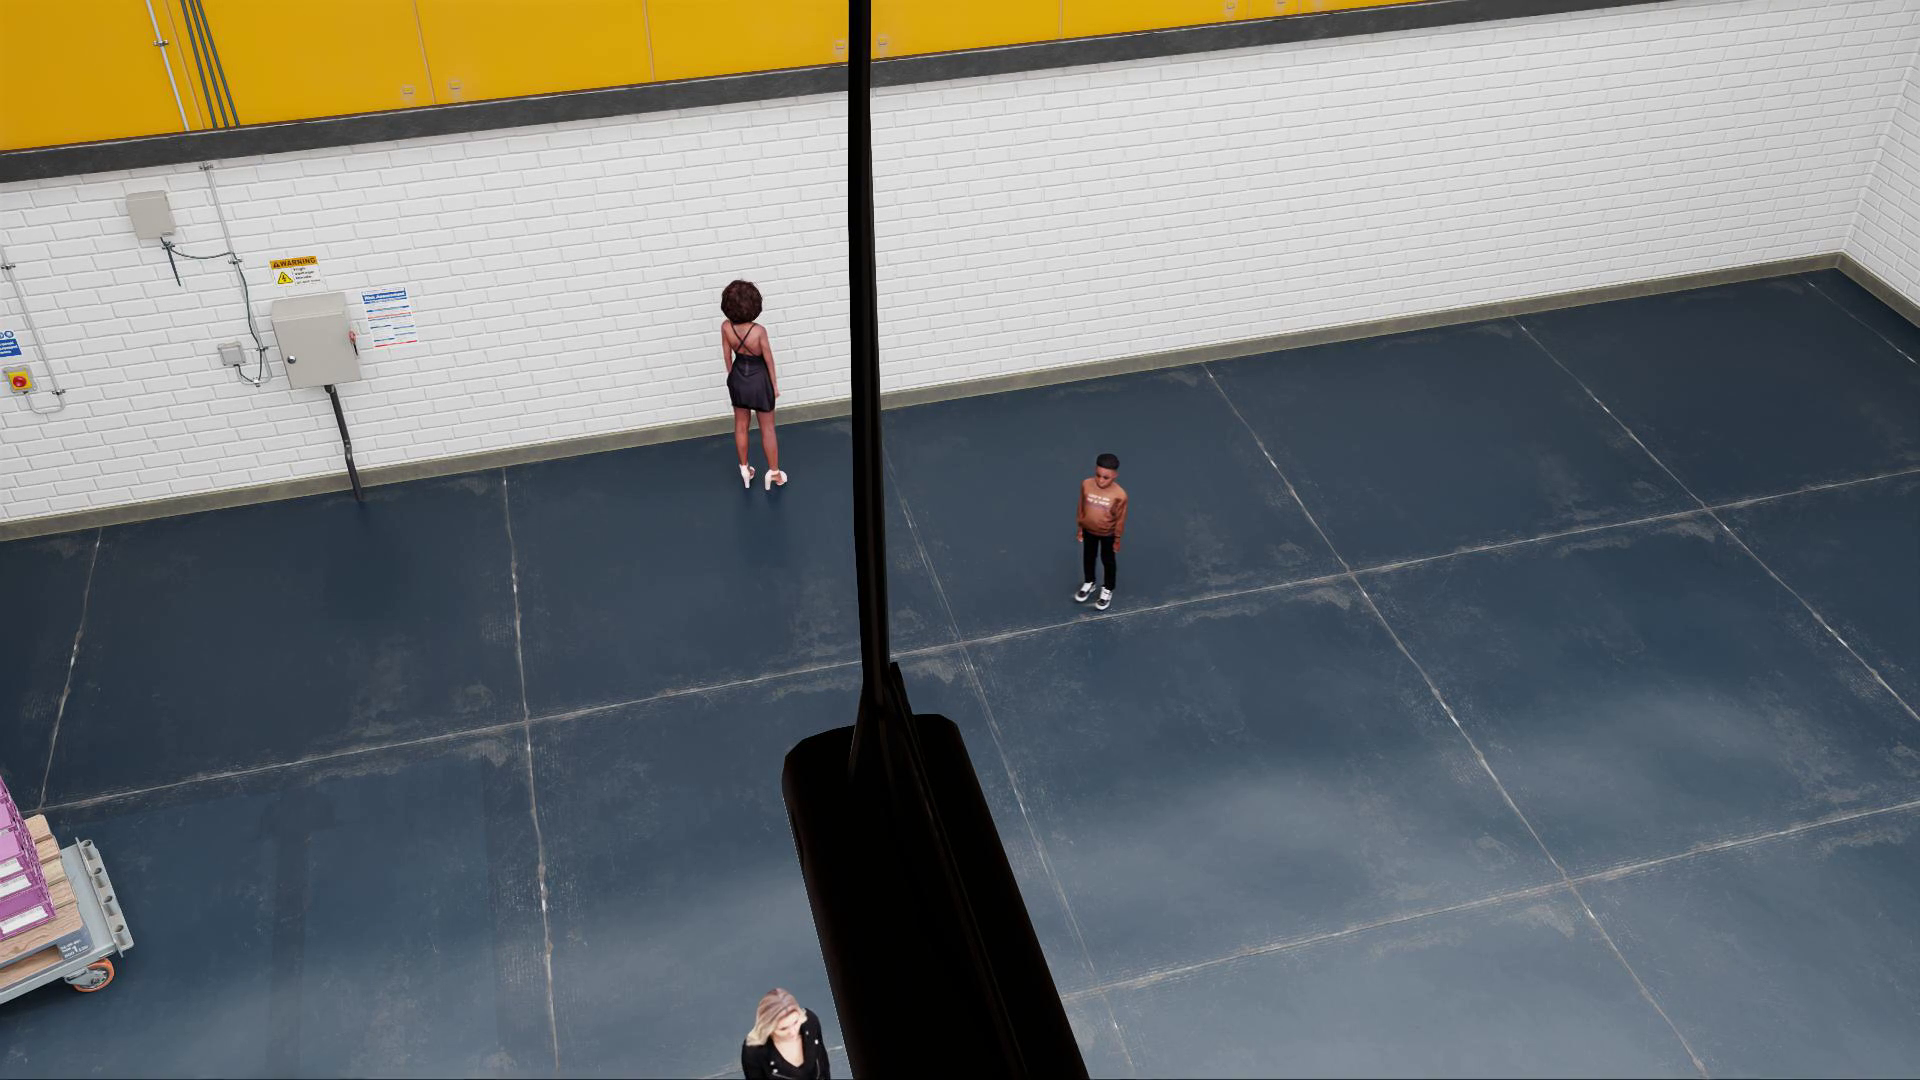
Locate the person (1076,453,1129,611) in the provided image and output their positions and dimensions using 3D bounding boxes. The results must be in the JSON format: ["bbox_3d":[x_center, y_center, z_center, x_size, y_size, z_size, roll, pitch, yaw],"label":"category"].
[{"bbox_3d":[0.994,-0.091,11.646,0.586,1.255,0.647,20,43,23],"label":"person"}]

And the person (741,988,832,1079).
[{"bbox_3d":[-0.809,2.654,7.865,0.677,1.684,0.678,-28,46,-30],"label":"person"}]

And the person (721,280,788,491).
[{"bbox_3d":[-1.573,-1.149,12.544,0.654,1.789,0.686,11,40,13],"label":"person"}]
